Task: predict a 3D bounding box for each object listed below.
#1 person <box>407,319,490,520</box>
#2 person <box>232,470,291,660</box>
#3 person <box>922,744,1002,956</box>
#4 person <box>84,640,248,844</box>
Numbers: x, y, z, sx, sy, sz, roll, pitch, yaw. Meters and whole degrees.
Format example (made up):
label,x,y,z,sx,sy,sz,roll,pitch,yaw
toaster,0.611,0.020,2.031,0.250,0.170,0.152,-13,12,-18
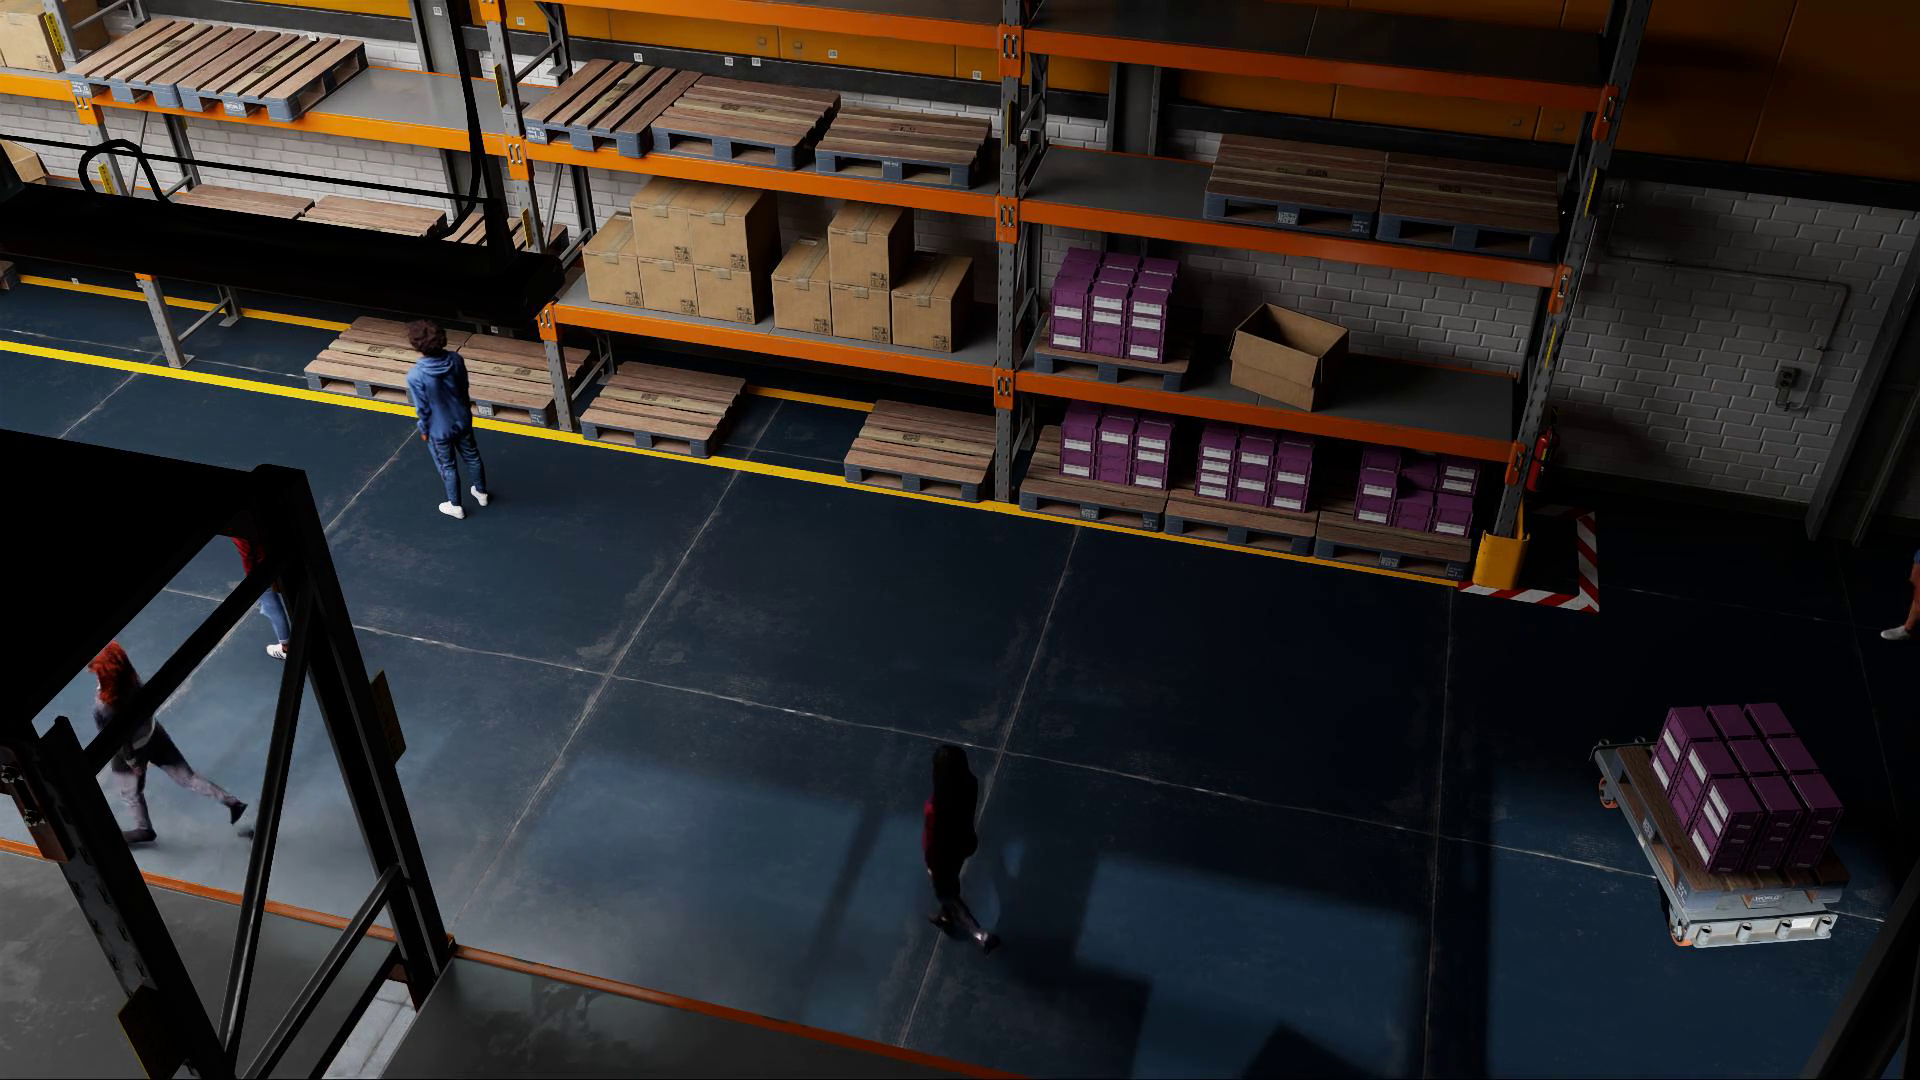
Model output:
label,x,y,z,sx,sy,sz,roll,pitch,yaw
person,-4.129,-0.980,13.377,0.752,1.811,0.760,31,48,32
person,-5.010,0.170,12.078,0.625,1.635,0.663,21,43,25
person,0.010,1.878,9.933,0.968,1.642,0.819,30,47,32
person,-5.129,1.297,10.574,1.143,1.750,0.730,2,39,3
